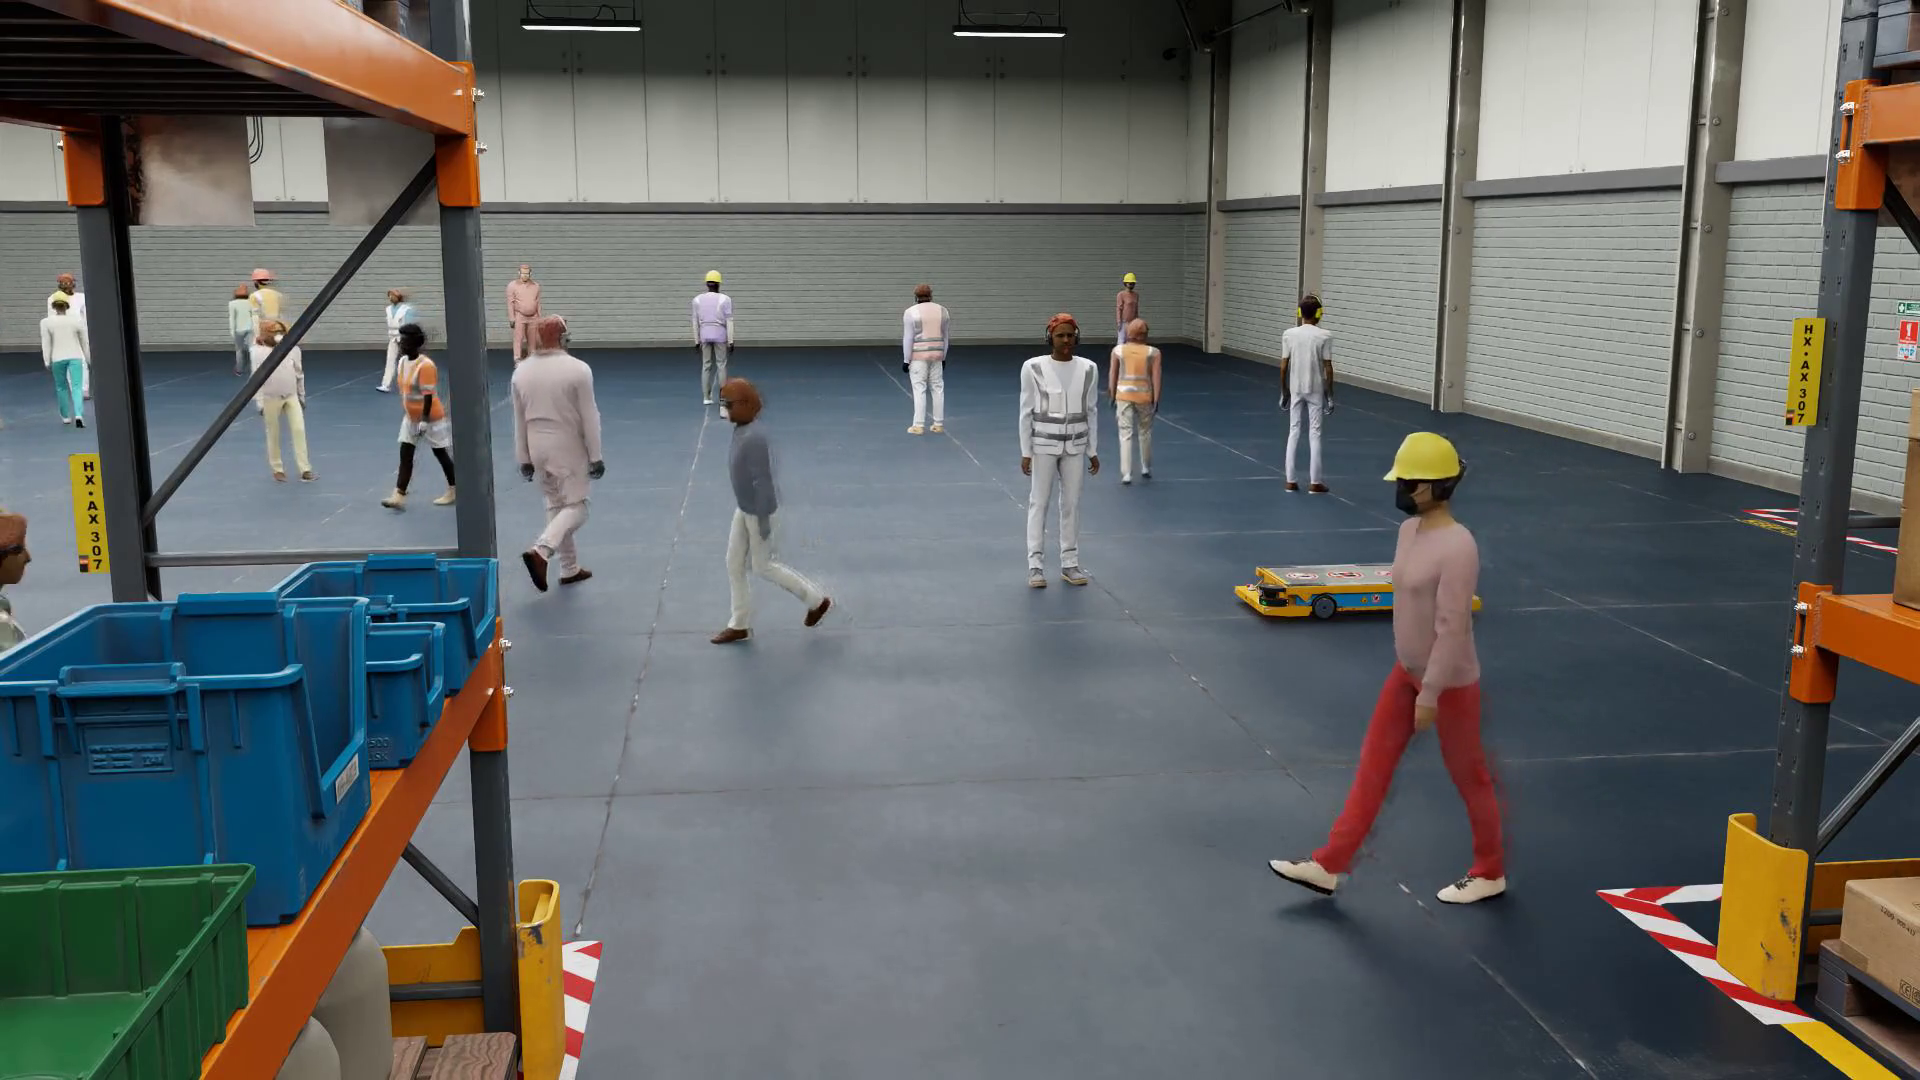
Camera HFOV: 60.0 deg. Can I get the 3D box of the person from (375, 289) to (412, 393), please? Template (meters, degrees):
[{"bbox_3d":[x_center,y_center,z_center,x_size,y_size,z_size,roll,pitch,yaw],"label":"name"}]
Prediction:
[{"bbox_3d":[-8.652,-3.043,25.547,0.533,1.595,0.832,4,11,23],"label":"person"}]

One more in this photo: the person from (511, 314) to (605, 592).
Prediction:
[{"bbox_3d":[-2.760,-0.585,11.300,0.649,1.885,0.751,5,12,27],"label":"person"}]

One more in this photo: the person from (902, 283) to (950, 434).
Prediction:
[{"bbox_3d":[-0.434,-2.215,20.375,0.621,1.840,0.430,-6,12,-29],"label":"person"}]

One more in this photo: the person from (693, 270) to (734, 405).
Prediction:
[{"bbox_3d":[-3.516,-2.889,23.826,0.594,1.922,0.386,2,11,12],"label":"person"}]

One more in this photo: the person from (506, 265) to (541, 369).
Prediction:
[{"bbox_3d":[-7.789,-3.975,29.851,0.638,1.902,0.406,-9,14,-40],"label":"person"}]

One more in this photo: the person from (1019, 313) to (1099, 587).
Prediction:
[{"bbox_3d":[0.685,-0.616,11.482,0.572,1.883,0.354,-3,11,-16],"label":"person"}]

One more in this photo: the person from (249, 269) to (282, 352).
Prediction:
[{"bbox_3d":[-10.779,-3.226,25.753,0.886,1.901,0.571,7,13,35],"label":"person"}]

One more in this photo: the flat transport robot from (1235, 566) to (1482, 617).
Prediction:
[{"bbox_3d":[2.570,0.315,10.798,1.431,0.197,0.652,-1,10,-7],"label":"flat transport robot"}]

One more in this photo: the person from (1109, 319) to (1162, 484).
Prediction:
[{"bbox_3d":[1.731,-1.377,16.446,0.520,1.595,0.865,2,10,8],"label":"person"}]

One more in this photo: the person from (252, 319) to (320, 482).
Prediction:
[{"bbox_3d":[-6.570,-1.337,16.179,0.534,1.601,0.749,-10,14,-43],"label":"person"}]

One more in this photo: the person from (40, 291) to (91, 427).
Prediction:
[{"bbox_3d":[-11.364,-2.301,21.157,0.534,1.729,0.900,-5,12,-28],"label":"person"}]

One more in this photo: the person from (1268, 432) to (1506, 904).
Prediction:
[{"bbox_3d":[1.590,0.480,5.894,0.891,1.714,0.549,-2,11,-11],"label":"person"}]

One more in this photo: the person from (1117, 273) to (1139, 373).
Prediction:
[{"bbox_3d":[2.989,-3.842,29.488,0.528,1.767,0.330,-9,13,-39],"label":"person"}]

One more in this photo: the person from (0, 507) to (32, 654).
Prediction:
[{"bbox_3d":[-2.783,0.701,5.025,0.804,1.602,0.526,-7,12,-33],"label":"person"}]

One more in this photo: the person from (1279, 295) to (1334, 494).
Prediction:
[{"bbox_3d":[3.264,-1.366,15.647,0.535,1.864,0.309,6,12,29],"label":"person"}]

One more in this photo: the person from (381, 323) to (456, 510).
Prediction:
[{"bbox_3d":[-4.765,-1.085,14.653,0.542,1.647,0.823,7,13,36],"label":"person"}]

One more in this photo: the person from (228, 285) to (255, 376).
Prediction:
[{"bbox_3d":[-12.291,-3.587,28.578,0.523,1.582,0.872,-8,13,-38],"label":"person"}]

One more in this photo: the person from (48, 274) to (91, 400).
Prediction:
[{"bbox_3d":[-13.076,-2.975,24.494,0.619,1.849,0.876,-5,12,-27],"label":"person"}]

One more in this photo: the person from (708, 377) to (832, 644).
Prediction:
[{"bbox_3d":[-1.142,-0.177,9.850,0.668,1.601,0.539,-5,11,-24],"label":"person"}]
